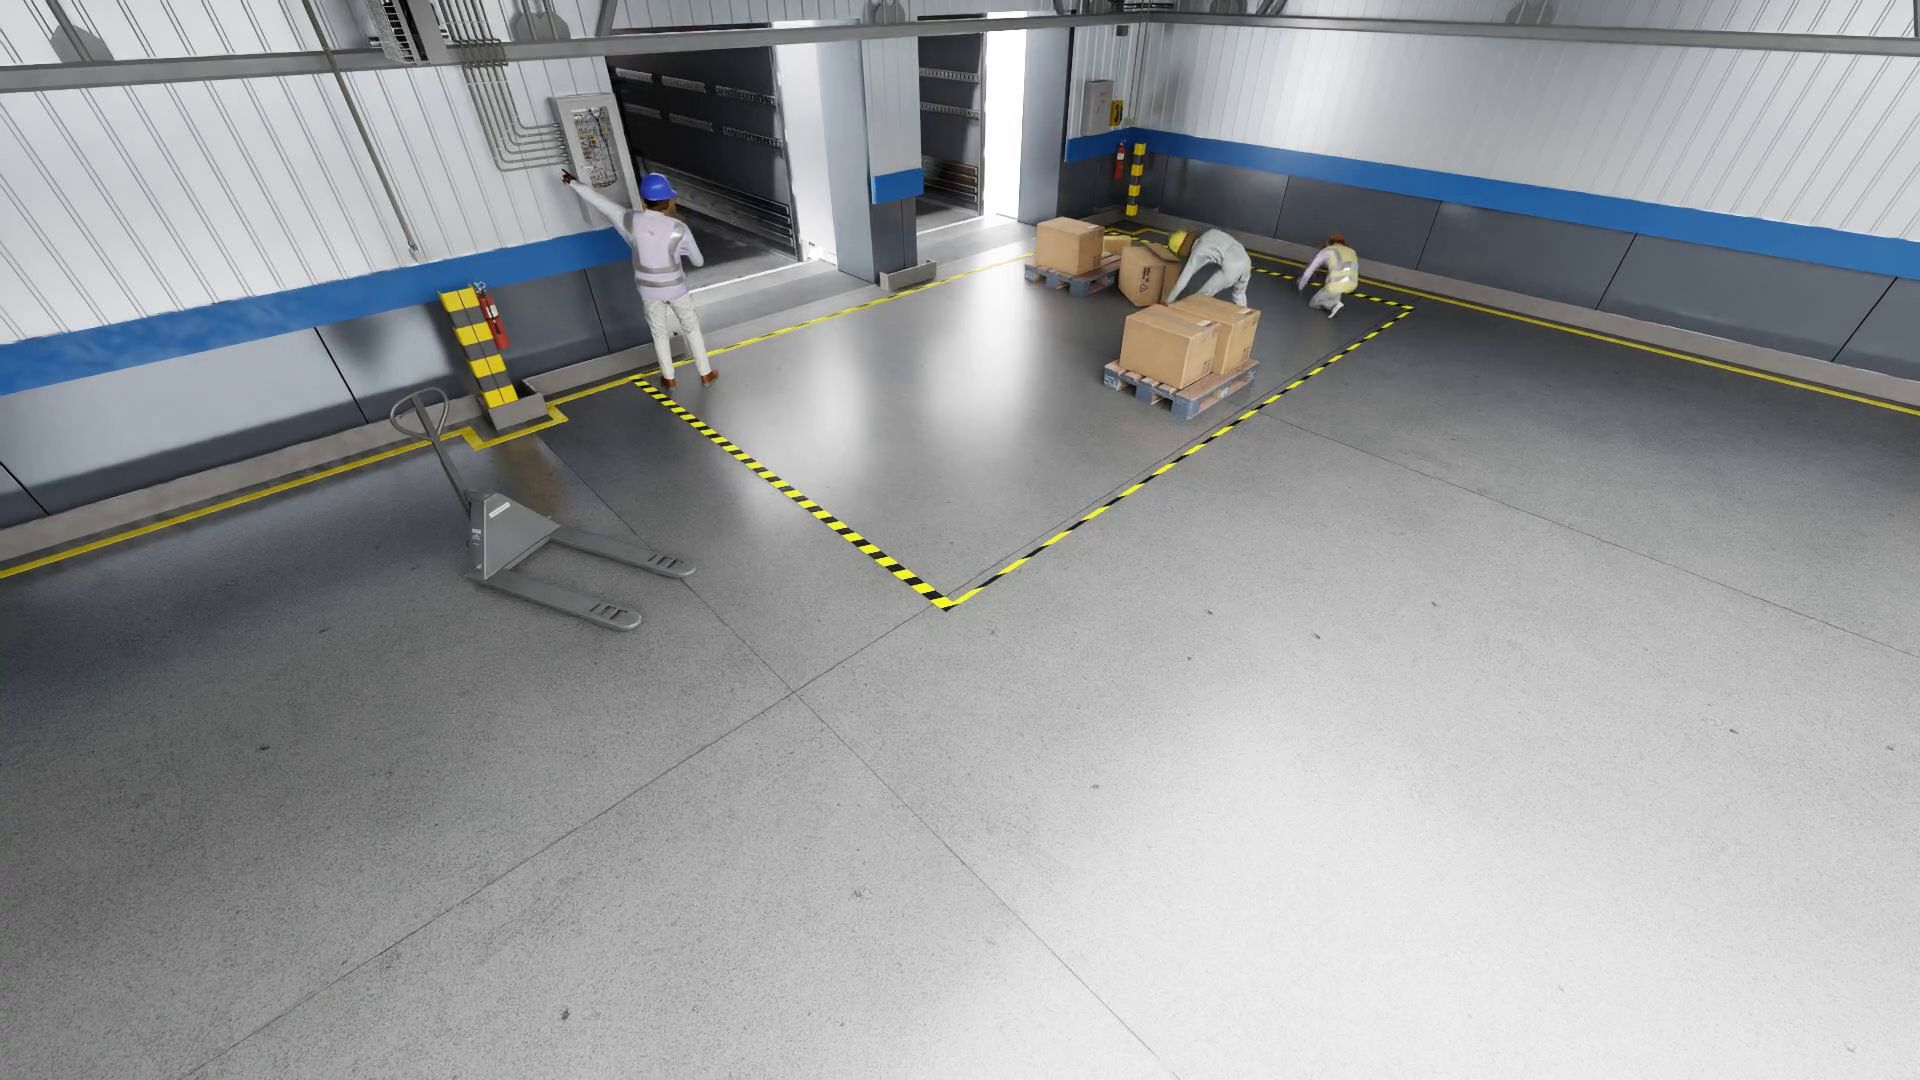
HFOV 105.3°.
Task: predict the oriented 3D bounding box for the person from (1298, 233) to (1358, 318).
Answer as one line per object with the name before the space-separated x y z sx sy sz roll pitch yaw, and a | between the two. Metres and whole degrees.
person | 4.445 -3.129 8.724 0.622 0.823 0.856 -4 38 -5

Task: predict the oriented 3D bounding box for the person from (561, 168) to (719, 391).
person | -2.881 -2.366 6.791 1.070 1.909 0.685 -8 38 -10

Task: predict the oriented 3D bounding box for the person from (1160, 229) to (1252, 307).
person | 2.698 -2.738 7.910 0.858 1.138 0.758 -12 39 -16

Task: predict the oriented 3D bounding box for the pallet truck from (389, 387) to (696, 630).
pallet truck | -2.613 -0.247 4.593 1.601 1.201 0.680 14 40 17
